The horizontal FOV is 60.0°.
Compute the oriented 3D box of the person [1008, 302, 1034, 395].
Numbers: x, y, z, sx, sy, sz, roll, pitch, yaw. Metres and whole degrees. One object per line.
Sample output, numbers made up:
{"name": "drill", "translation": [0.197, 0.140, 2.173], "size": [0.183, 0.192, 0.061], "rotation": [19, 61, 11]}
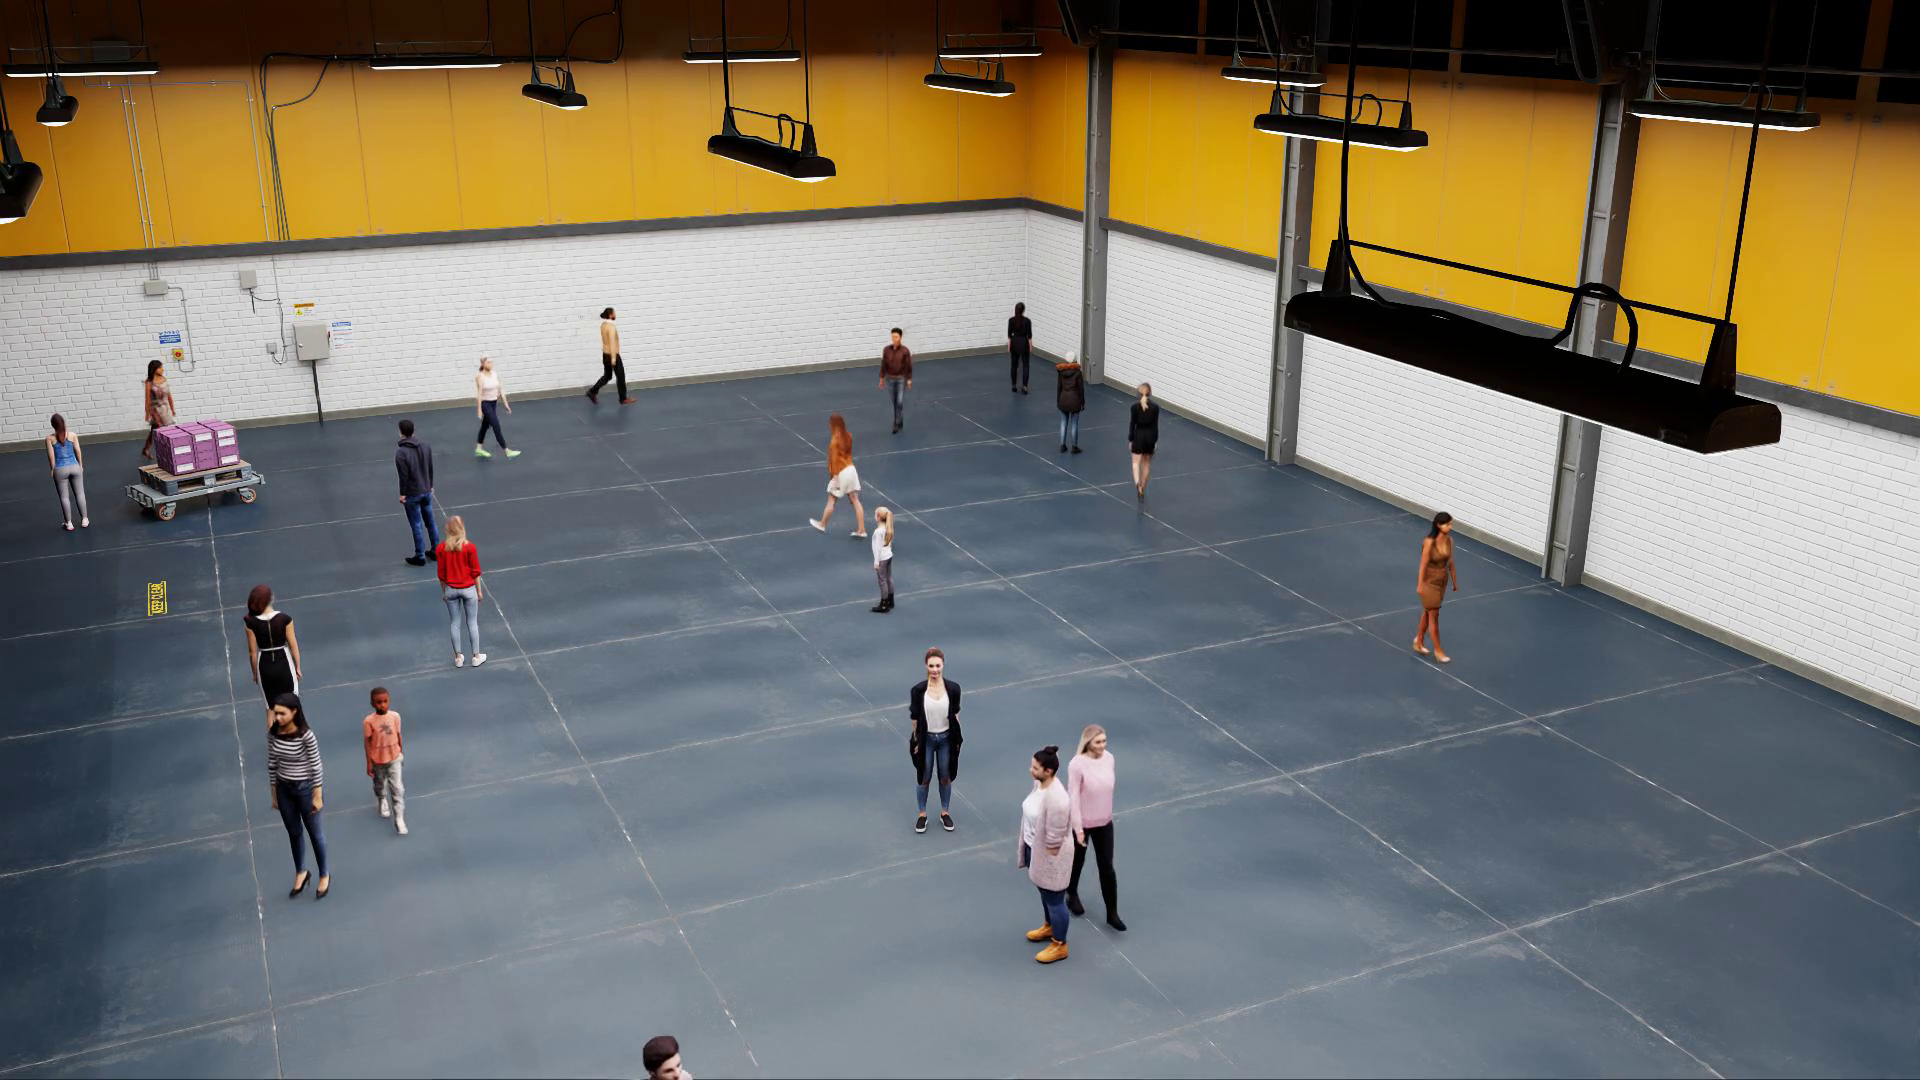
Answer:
{"name": "person", "translation": [1.074, -3.464, 30.000], "size": [0.693, 1.661, 0.753], "rotation": [7, 20, 19]}

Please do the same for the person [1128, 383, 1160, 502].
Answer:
{"name": "person", "translation": [2.599, -1.341, 23.562], "size": [0.828, 1.747, 1.011], "rotation": [1, 19, 2]}

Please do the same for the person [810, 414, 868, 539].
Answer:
{"name": "person", "translation": [-1.470, -0.818, 22.119], "size": [1.170, 1.677, 0.952], "rotation": [14, 23, 36]}

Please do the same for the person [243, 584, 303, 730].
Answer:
{"name": "person", "translation": [-6.457, 1.277, 15.712], "size": [0.602, 1.796, 0.533], "rotation": [-6, 20, -18]}

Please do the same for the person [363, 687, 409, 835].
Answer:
{"name": "person", "translation": [-5.090, 1.895, 14.655], "size": [0.492, 1.298, 0.894], "rotation": [-8, 20, -22]}

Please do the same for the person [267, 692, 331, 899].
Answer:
{"name": "person", "translation": [-5.328, 2.052, 13.409], "size": [0.659, 1.796, 0.687], "rotation": [4, 19, 11]}

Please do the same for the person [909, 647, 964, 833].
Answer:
{"name": "person", "translation": [-0.219, 1.736, 14.523], "size": [0.693, 1.684, 0.664], "rotation": [-2, 19, -6]}

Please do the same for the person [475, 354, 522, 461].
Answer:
{"name": "person", "translation": [-7.378, -2.044, 25.800], "size": [1.201, 1.650, 1.097], "rotation": [8, 20, 22]}

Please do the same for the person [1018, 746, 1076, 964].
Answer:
{"name": "person", "translation": [0.689, 2.346, 12.622], "size": [0.802, 1.741, 0.639], "rotation": [-4, 19, -11]}

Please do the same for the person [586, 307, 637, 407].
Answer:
{"name": "person", "translation": [-6.177, -3.194, 29.078], "size": [0.812, 1.737, 1.052], "rotation": [-12, 22, -31]}

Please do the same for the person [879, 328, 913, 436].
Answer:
{"name": "person", "translation": [-1.032, -2.617, 27.385], "size": [1.083, 1.724, 1.183], "rotation": [5, 19, 15]}

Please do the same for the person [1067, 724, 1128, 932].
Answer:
{"name": "person", "translation": [0.970, 2.213, 13.141], "size": [0.604, 1.662, 0.890], "rotation": [-9, 21, -25]}

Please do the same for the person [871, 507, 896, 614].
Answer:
{"name": "person", "translation": [-0.899, 0.218, 19.666], "size": [0.623, 1.279, 0.573], "rotation": [9, 20, 24]}

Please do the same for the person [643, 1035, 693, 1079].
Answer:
{"name": "person", "translation": [-1.660, 3.479, 9.176], "size": [0.852, 1.792, 0.793], "rotation": [14, 23, 36]}

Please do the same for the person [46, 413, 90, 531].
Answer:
{"name": "person", "translation": [-12.138, -0.944, 22.597], "size": [0.627, 1.609, 0.643], "rotation": [-16, 24, -39]}

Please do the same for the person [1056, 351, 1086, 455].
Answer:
{"name": "person", "translation": [1.736, -2.177, 26.220], "size": [0.721, 1.634, 0.800], "rotation": [10, 21, 26]}

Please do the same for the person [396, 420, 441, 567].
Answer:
{"name": "person", "translation": [-6.909, -0.615, 21.182], "size": [0.766, 1.890, 0.760], "rotation": [12, 22, 31]}

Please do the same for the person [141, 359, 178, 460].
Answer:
{"name": "person", "translation": [-12.420, -1.964, 25.643], "size": [1.091, 1.599, 1.155], "rotation": [4, 19, 10]}

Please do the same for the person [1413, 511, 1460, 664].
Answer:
{"name": "person", "translation": [5.153, 0.478, 18.280], "size": [0.667, 1.670, 0.874], "rotation": [-12, 22, -31]}

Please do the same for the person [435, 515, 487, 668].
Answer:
{"name": "person", "translation": [-5.405, 0.554, 18.001], "size": [0.680, 1.704, 0.641], "rotation": [-1, 19, -3]}
